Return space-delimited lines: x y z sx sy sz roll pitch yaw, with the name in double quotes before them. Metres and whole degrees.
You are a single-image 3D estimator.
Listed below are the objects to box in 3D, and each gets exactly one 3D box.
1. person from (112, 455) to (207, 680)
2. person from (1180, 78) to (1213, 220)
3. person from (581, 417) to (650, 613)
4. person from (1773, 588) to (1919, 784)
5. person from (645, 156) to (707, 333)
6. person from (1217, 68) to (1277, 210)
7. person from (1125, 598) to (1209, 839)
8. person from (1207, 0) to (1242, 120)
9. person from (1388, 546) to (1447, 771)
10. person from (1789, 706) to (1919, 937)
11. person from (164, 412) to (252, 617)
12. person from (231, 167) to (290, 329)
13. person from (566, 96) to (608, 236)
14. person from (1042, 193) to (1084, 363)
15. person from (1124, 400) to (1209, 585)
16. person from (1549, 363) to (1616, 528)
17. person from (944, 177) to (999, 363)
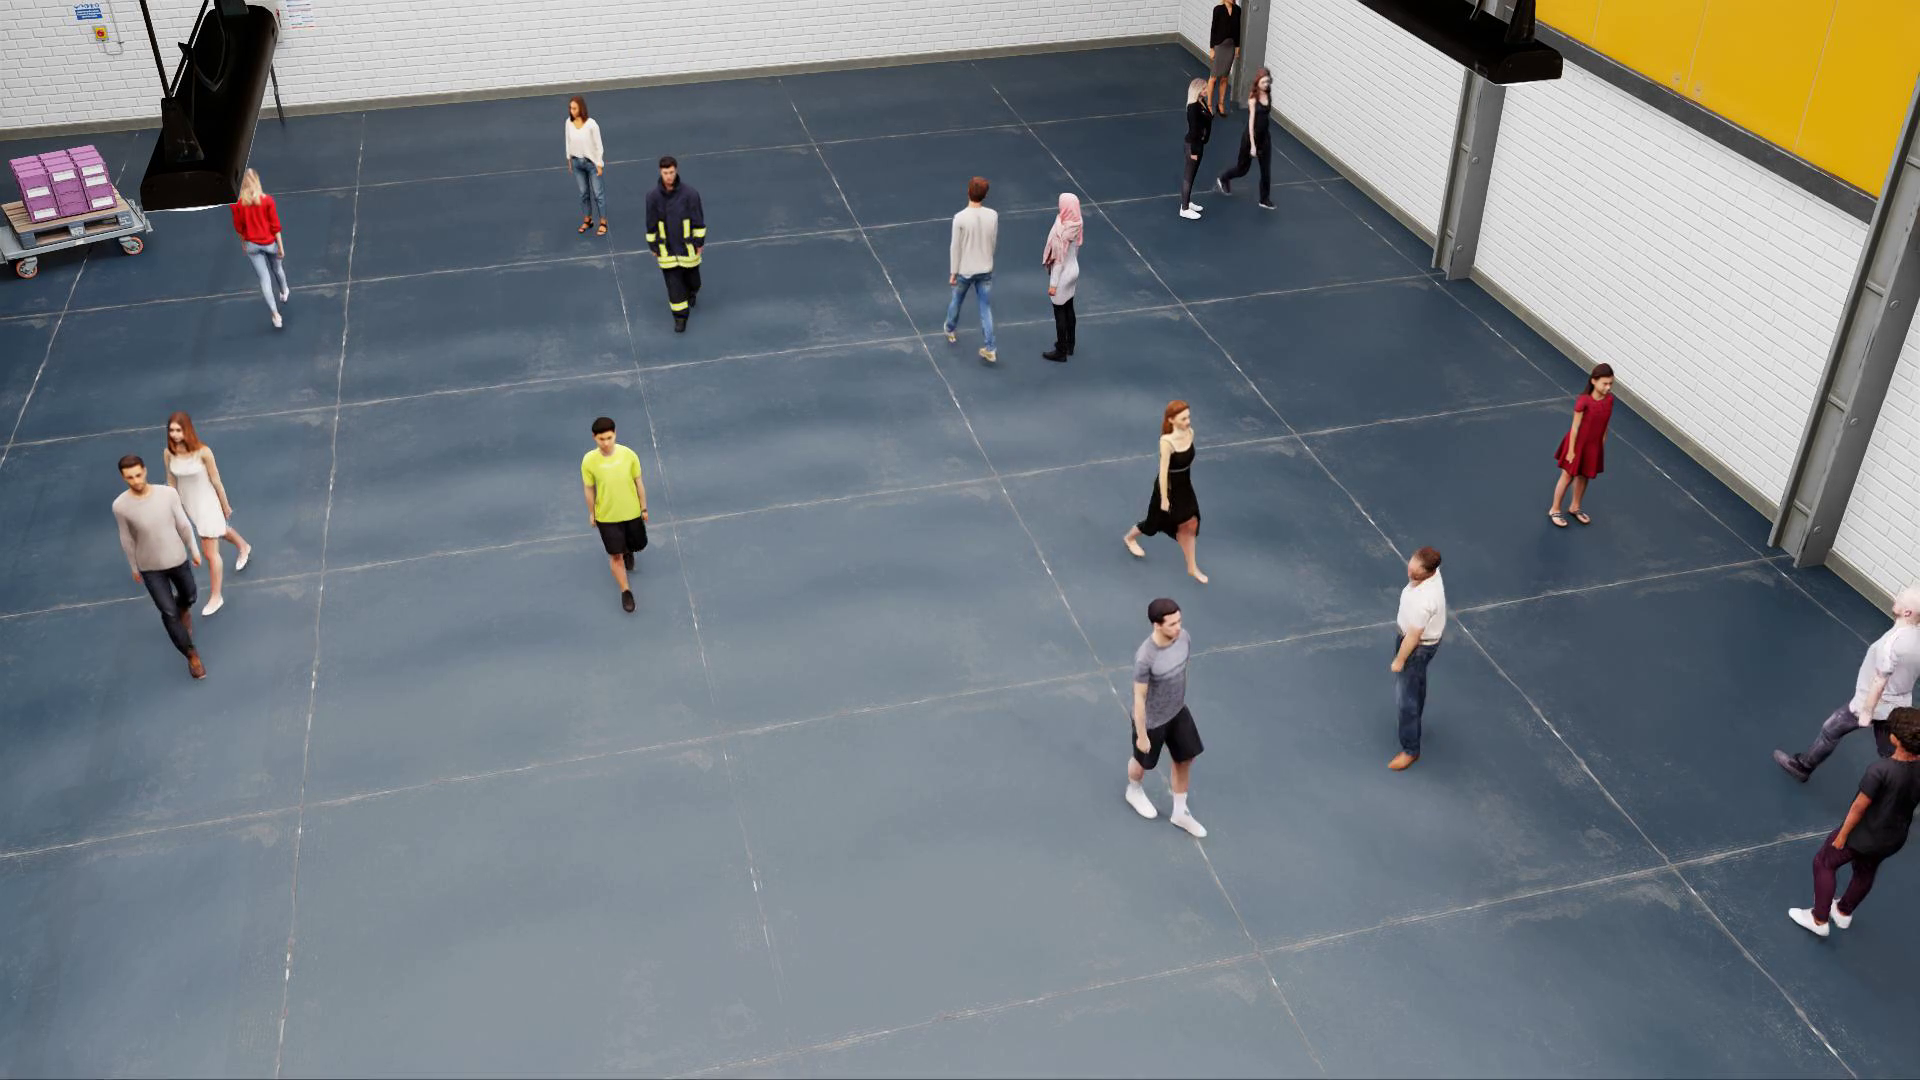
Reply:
"person" -6.066 0.132 12.642 0.892 1.848 1.183 -20 39 -28
"person" 2.824 -4.754 20.138 0.746 1.687 0.635 9 35 13
"person" -2.763 -0.273 13.395 0.674 1.689 0.970 -10 35 -15
"person" 6.249 1.155 11.157 0.872 1.788 1.263 -18 37 -24
"person" -2.992 -3.174 17.558 0.871 1.912 1.034 -3 34 -5
"person" 3.543 -4.936 20.384 0.831 1.716 1.163 -22 39 -29
"person" 1.272 1.112 11.165 0.889 1.851 1.029 -22 40 -30
"person" 3.628 -6.753 23.005 0.615 1.842 0.560 -12 35 -17
"person" 3.276 0.725 11.777 0.956 1.818 0.831 23 40 30
"person" 5.659 1.776 10.229 0.639 1.779 0.622 -7 34 -11
"person" -6.104 -0.326 13.489 0.906 1.671 1.211 6 34 9
"person" -7.394 -3.054 17.614 0.700 1.649 1.143 -12 35 -17
"person" -4.408 -4.449 19.684 0.704 1.680 0.726 11 35 16
"person" 1.063 -2.678 16.909 0.796 1.804 0.741 19 38 26
"person" 1.681 -0.448 13.750 0.918 1.586 1.167 -27 42 -34
"person" 5.404 -0.843 14.376 0.552 1.551 0.614 -11 35 -16
"person" 0.204 -2.694 16.899 0.684 1.841 1.104 -11 35 -16
